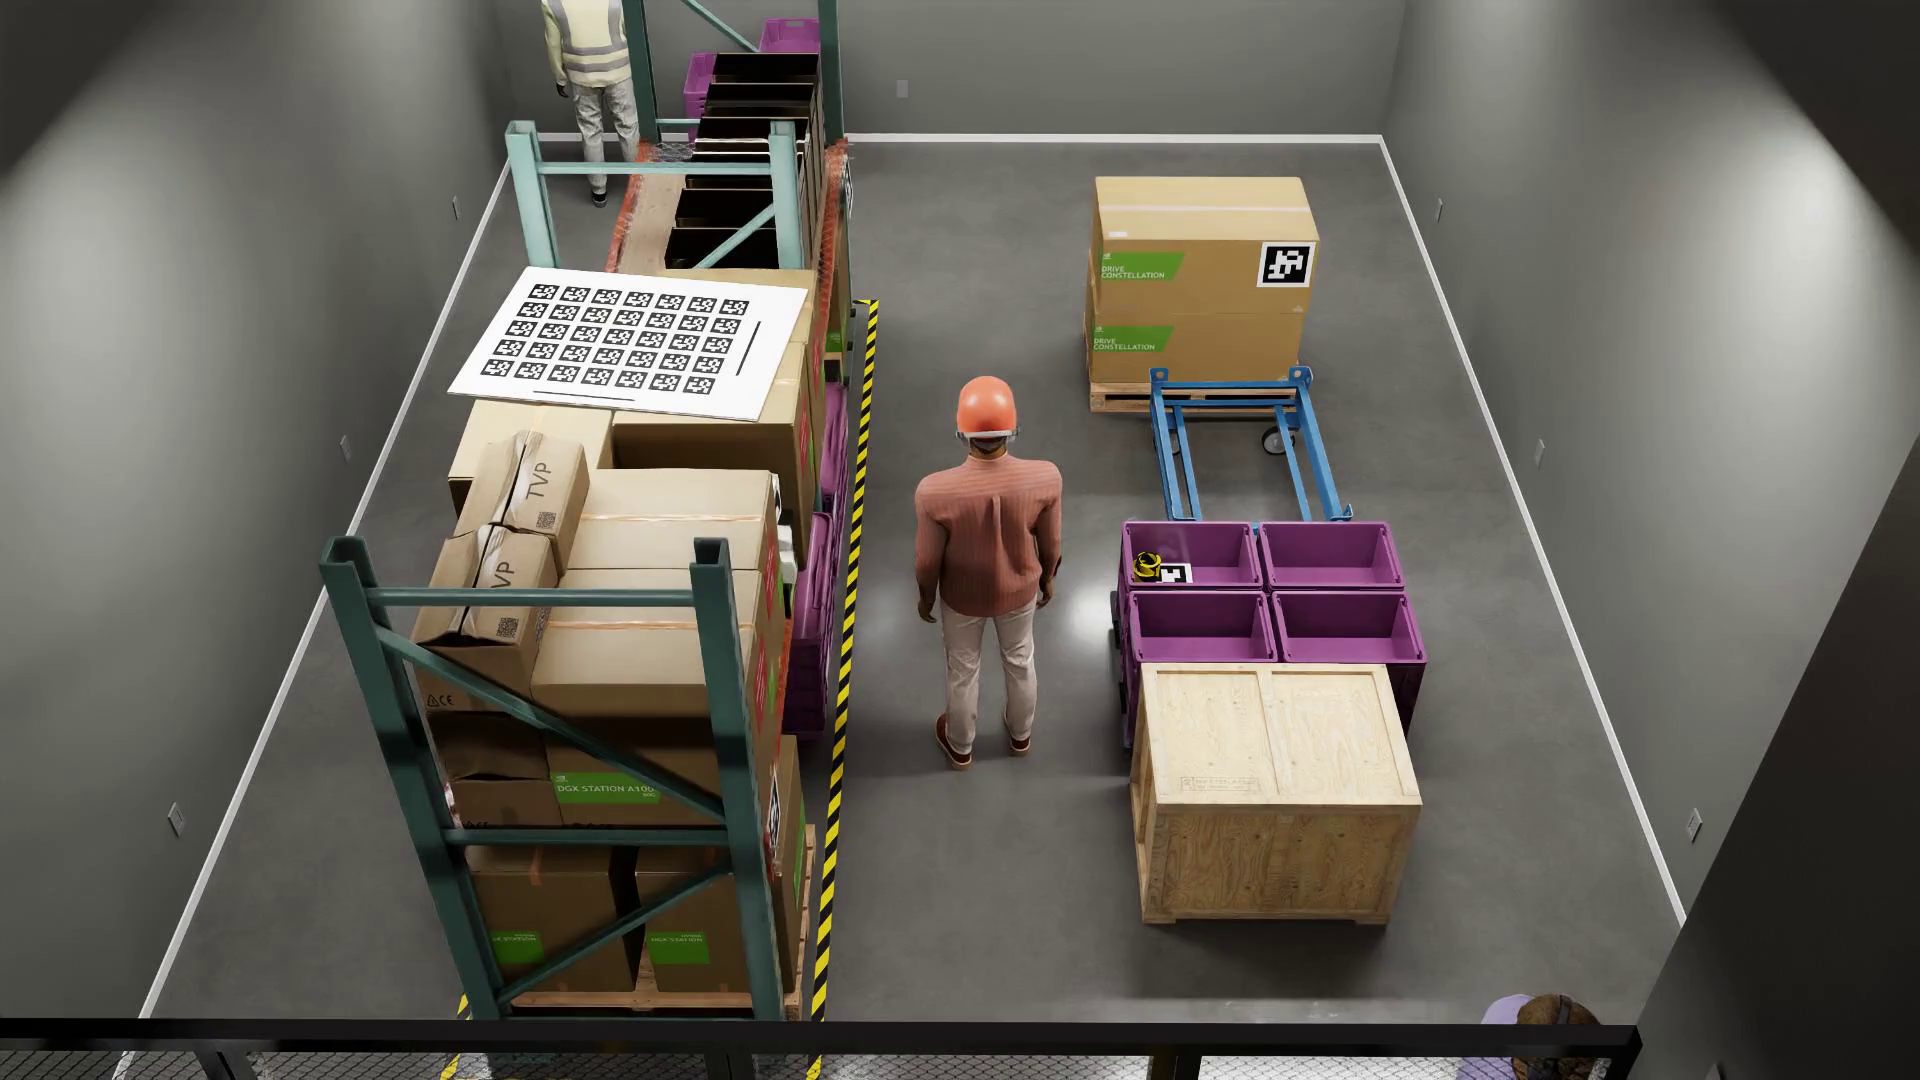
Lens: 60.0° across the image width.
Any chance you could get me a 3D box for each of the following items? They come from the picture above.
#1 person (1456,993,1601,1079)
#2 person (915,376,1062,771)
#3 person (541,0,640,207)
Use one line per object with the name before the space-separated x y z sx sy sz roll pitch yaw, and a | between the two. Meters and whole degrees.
person | 1.535 1.928 4.915 0.376 1.940 0.629 12 43 13
person | 0.111 0.173 6.877 0.612 1.993 0.386 -9 42 -11
person | -2.302 -3.001 10.624 0.600 1.819 0.403 -5 41 -5
